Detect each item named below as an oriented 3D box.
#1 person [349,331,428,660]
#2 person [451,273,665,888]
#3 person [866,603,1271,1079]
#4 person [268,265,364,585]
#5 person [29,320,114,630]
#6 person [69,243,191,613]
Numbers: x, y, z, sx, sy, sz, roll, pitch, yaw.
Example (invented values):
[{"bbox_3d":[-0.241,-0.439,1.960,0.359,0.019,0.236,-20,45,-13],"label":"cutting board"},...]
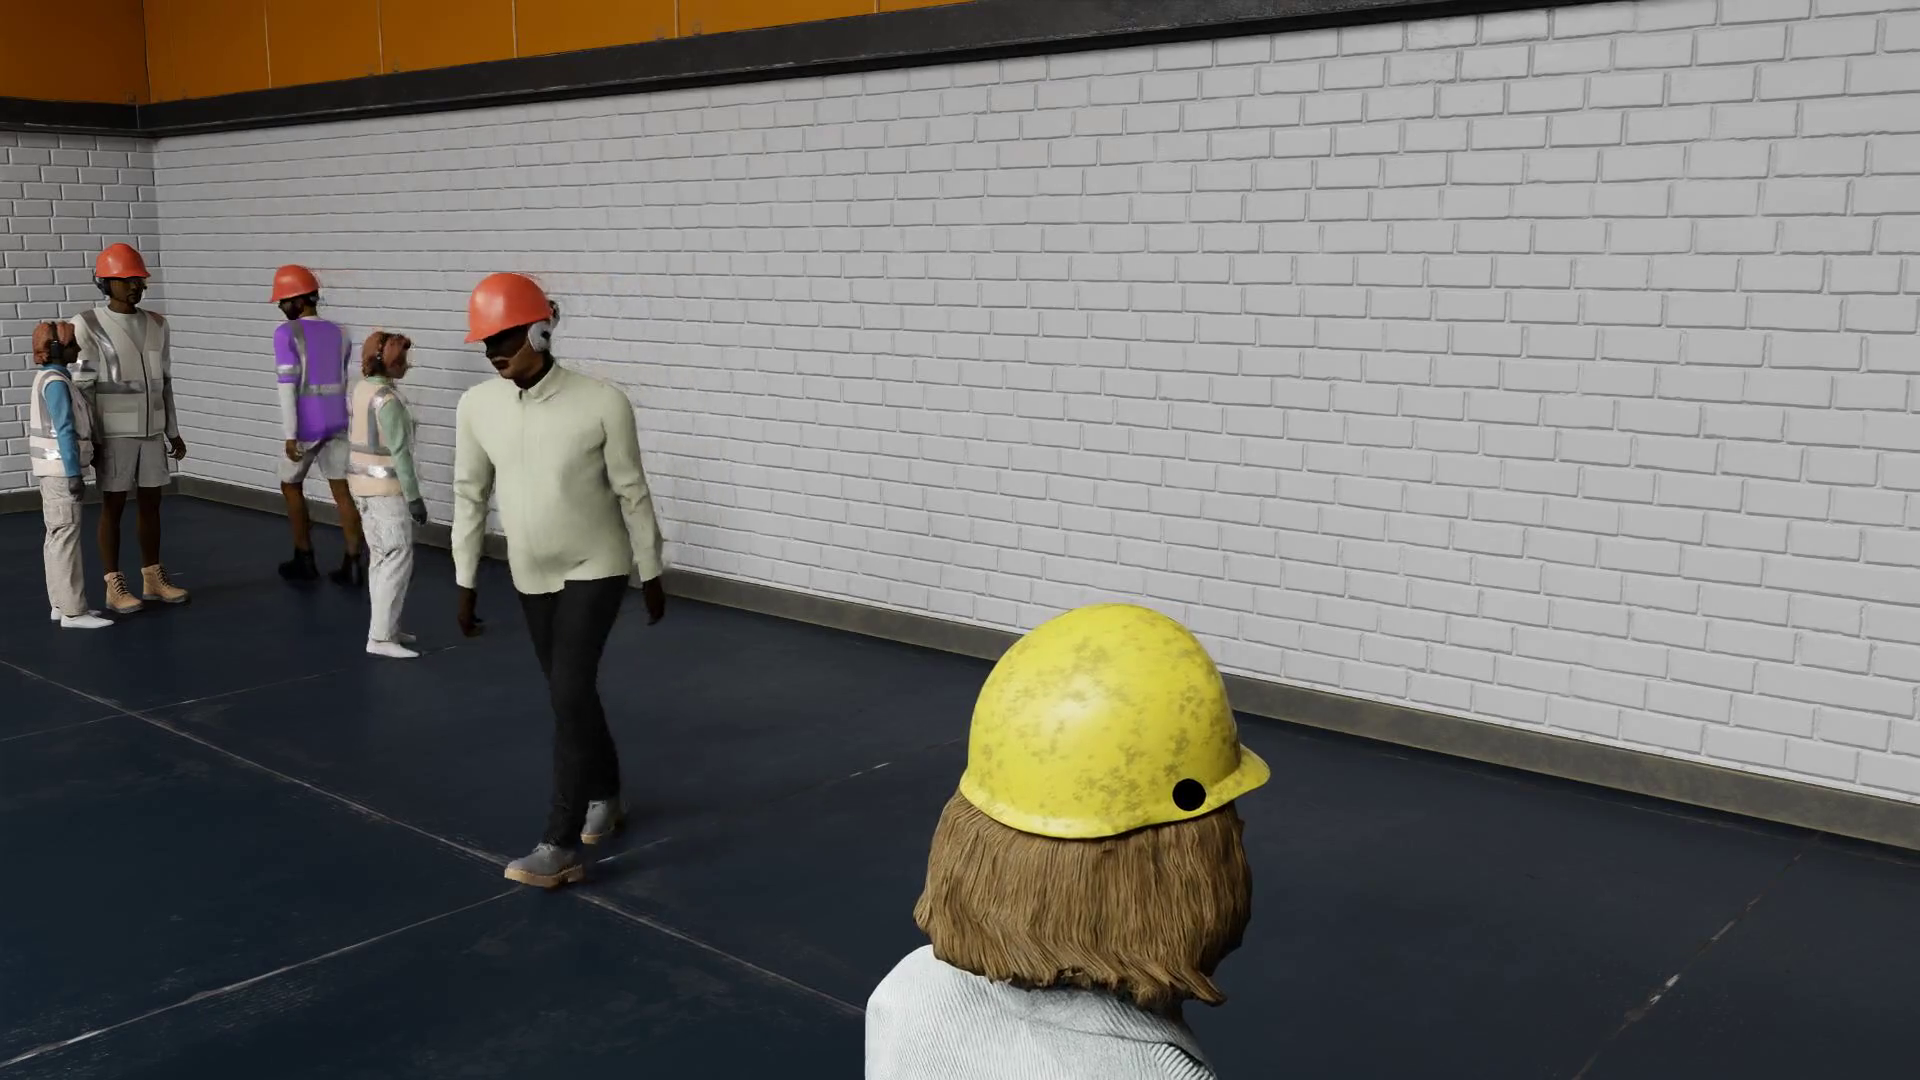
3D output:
[{"bbox_3d":[-2.868,-0.221,8.247,0.360,1.621,0.556,-8,13,-38],"label":"person"},{"bbox_3d":[-1.314,0.118,5.380,0.644,1.934,0.961,3,10,17],"label":"person"},{"bbox_3d":[0.112,0.911,1.437,0.298,1.745,0.484,-7,12,-36],"label":"person"},{"bbox_3d":[-3.882,-0.673,9.952,0.687,1.910,0.577,7,12,33],"label":"person"},{"bbox_3d":[-4.776,-0.344,8.873,0.313,1.642,0.513,-7,12,-34],"label":"person"},{"bbox_3d":[-4.633,-0.625,9.329,0.377,2.045,0.605,5,11,26],"label":"person"}]
